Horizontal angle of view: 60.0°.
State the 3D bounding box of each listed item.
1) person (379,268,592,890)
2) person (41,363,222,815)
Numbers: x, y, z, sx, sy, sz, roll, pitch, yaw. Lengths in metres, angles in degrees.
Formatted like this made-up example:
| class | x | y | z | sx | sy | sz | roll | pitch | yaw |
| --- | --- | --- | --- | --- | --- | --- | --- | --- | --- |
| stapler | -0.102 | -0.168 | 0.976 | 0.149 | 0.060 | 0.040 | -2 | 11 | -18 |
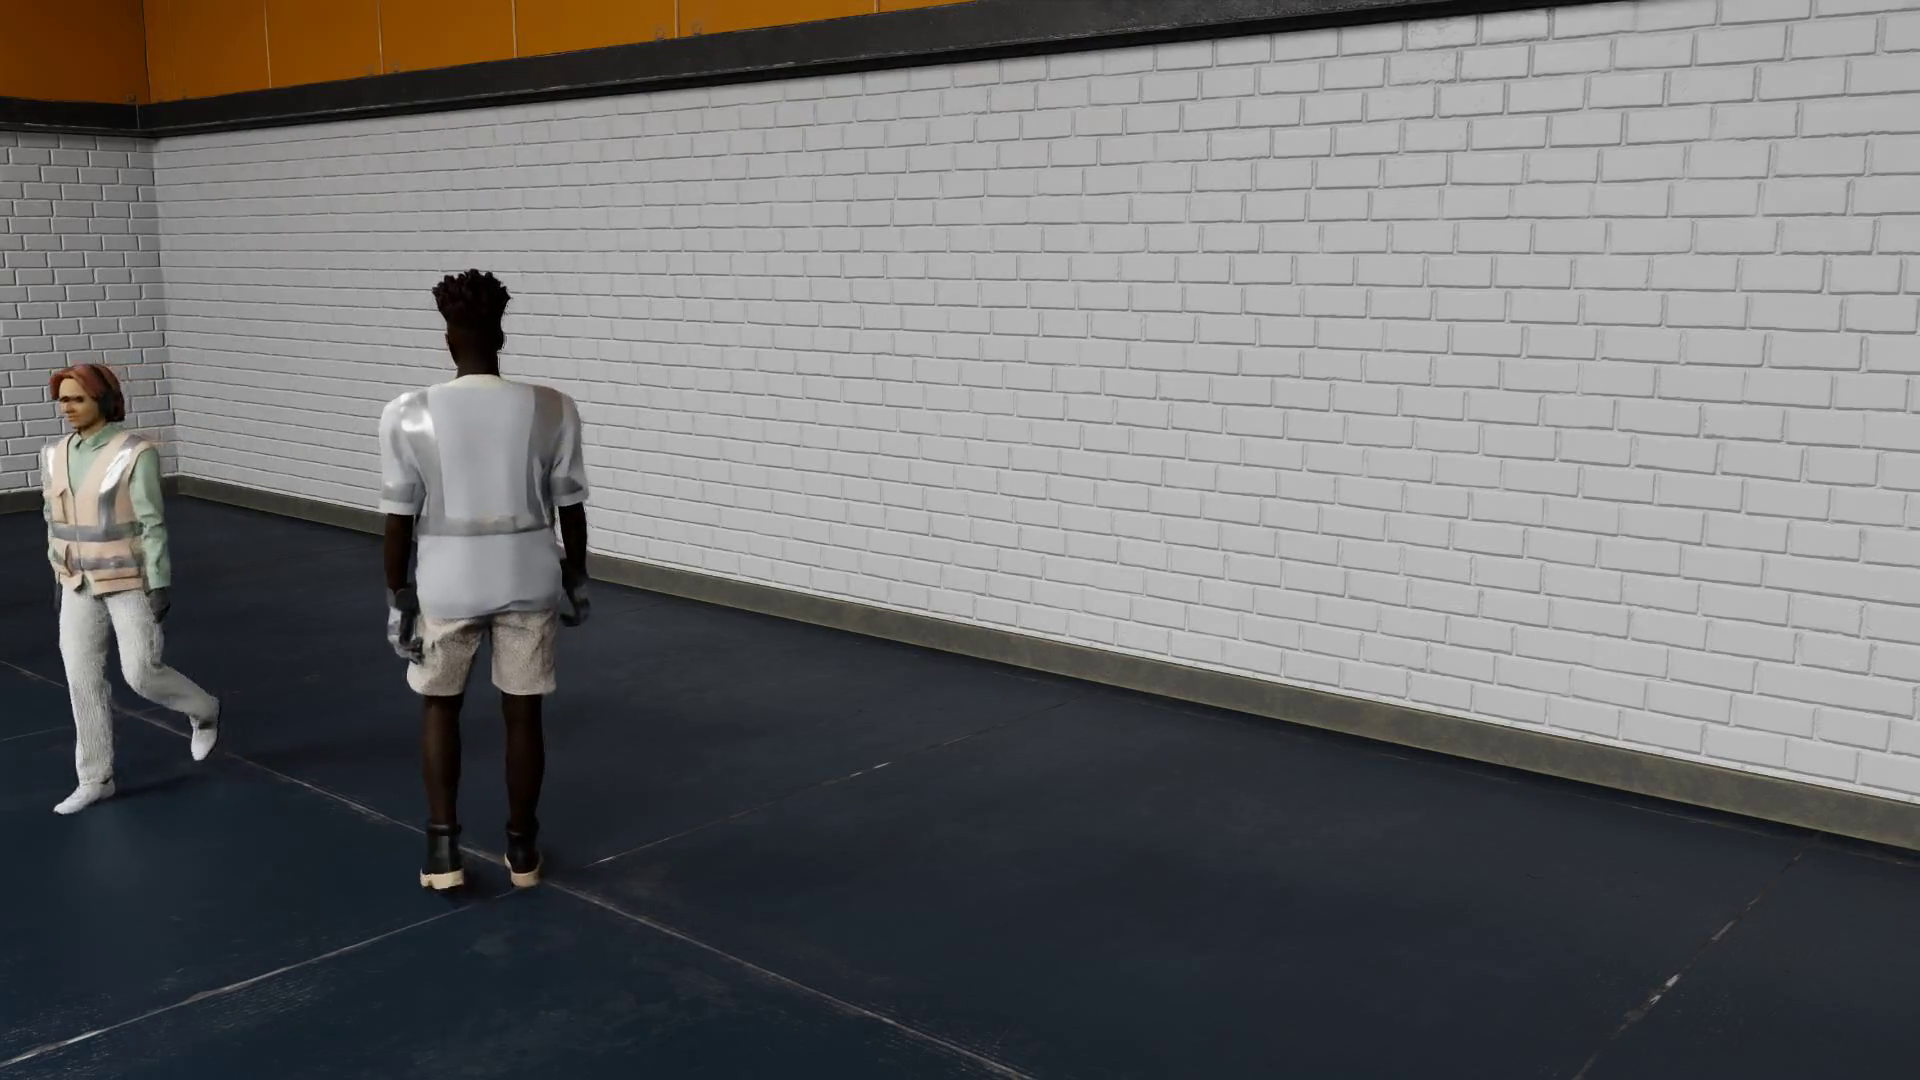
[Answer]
| class | x | y | z | sx | sy | sz | roll | pitch | yaw |
| --- | --- | --- | --- | --- | --- | --- | --- | --- | --- |
| person | -1.462 | 0.144 | 5.188 | 0.626 | 1.960 | 0.444 | -3 | 10 | -17 |
| person | -3.079 | 0.151 | 6.126 | 0.522 | 1.621 | 0.634 | 3 | 10 | 16 |
